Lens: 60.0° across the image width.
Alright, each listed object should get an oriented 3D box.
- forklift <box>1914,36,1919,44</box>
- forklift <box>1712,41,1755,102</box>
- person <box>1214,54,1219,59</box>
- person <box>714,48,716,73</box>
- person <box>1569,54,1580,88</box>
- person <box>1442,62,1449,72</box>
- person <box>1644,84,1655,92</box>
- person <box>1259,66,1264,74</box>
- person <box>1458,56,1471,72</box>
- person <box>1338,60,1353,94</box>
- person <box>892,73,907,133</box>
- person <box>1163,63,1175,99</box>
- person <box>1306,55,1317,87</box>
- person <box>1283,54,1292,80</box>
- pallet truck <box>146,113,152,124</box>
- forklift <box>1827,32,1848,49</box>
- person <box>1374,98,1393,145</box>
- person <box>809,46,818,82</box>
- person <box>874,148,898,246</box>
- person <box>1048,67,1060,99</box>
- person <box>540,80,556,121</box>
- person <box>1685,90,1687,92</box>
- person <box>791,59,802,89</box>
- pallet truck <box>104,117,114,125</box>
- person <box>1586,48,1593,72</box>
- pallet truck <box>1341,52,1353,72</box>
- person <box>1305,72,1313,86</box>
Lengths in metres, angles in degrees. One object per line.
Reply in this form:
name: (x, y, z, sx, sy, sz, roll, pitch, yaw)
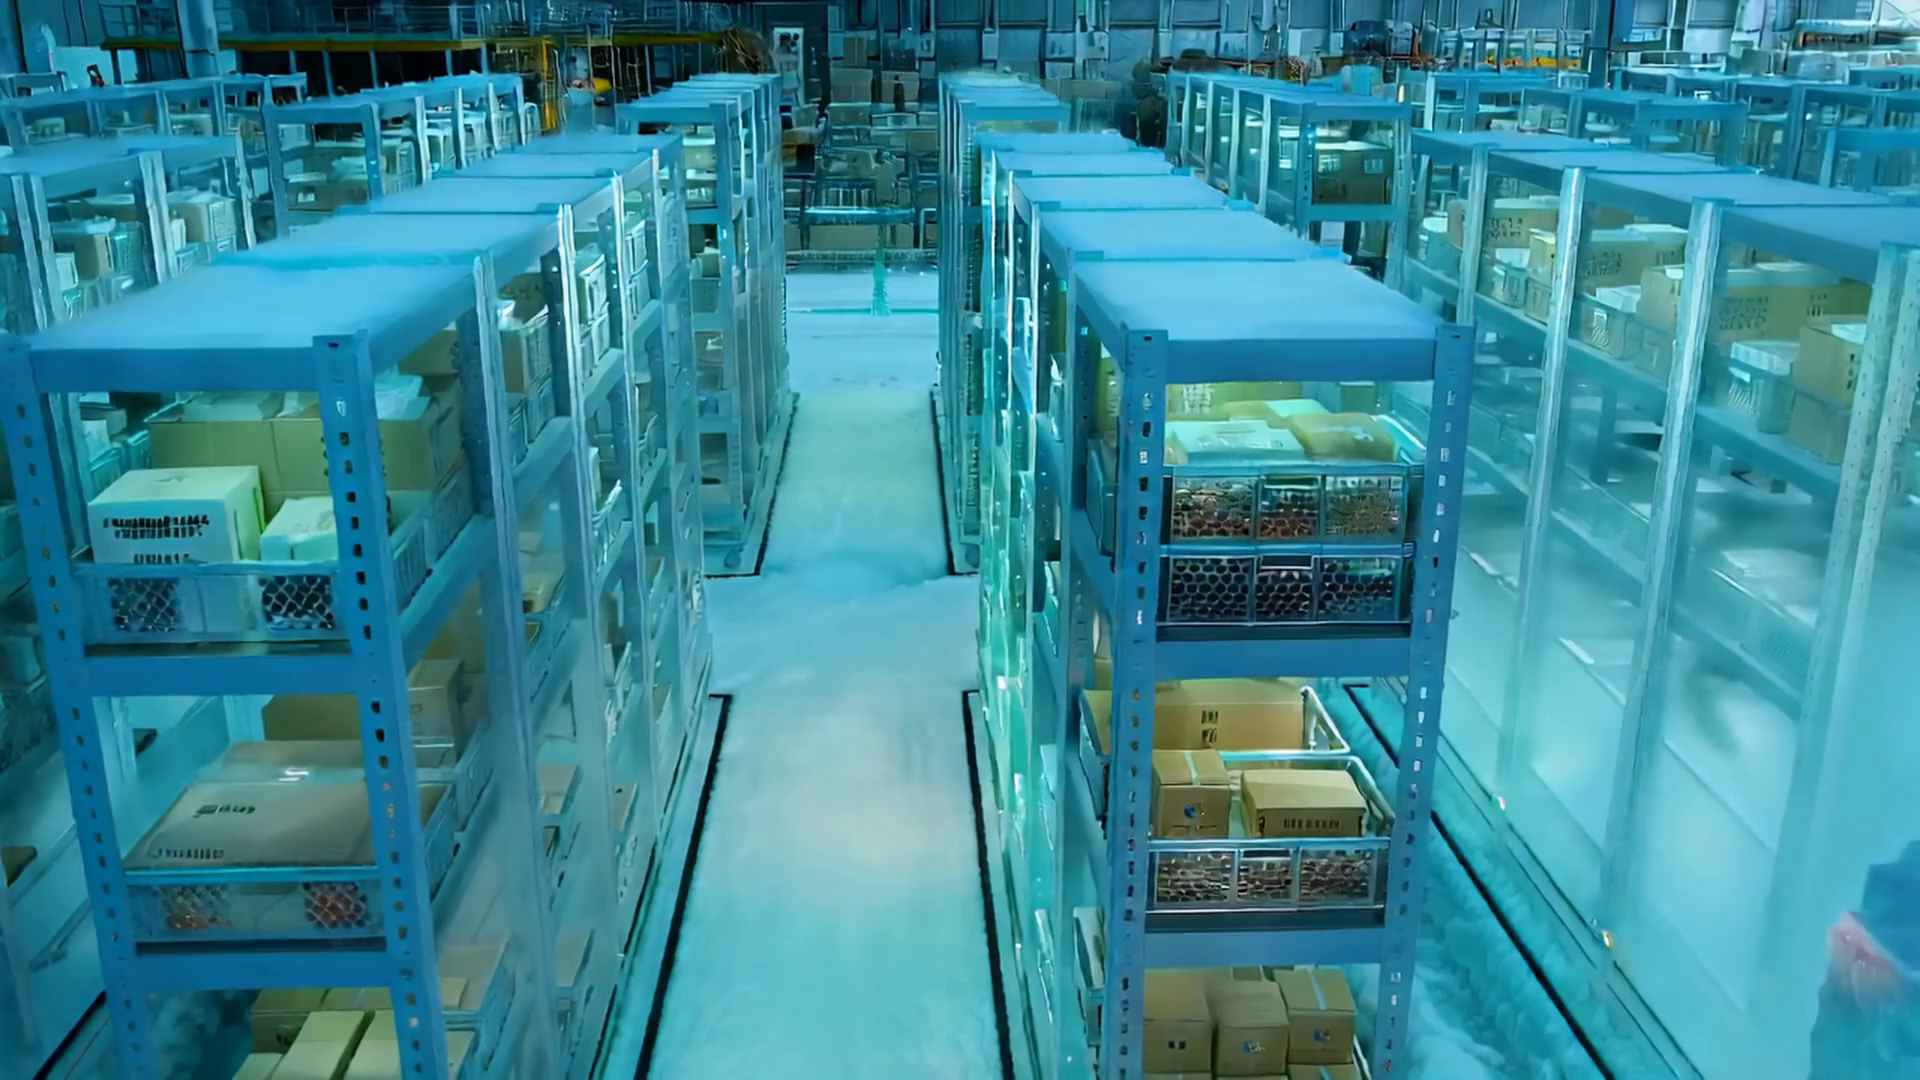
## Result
forklift: (50.112, -25.109, 86.965, 1.129, 2.768, 1.873, -7, 19, -21)
forklift: (31.079, -18.508, 66.536, 1.129, 2.768, 1.873, -1, 18, -2)
person: (13.513, -24.759, 87.772, 0.319, 1.699, 0.532, 1, 18, 2)
person: (-13.865, -26.854, 93.775, 0.371, 1.996, 0.622, -7, 19, -20)
person: (29.615, -22.420, 80.166, 0.370, 1.929, 0.585, 12, 22, 33)
person: (21.886, -20.685, 75.095, 0.295, 1.744, 0.487, 7, 19, 20)
person: (24.534, -15.681, 59.370, 0.949, 1.904, 0.559, -1, 18, -4)
person: (12.109, -18.103, 66.924, 0.524, 1.851, 0.563, -11, 21, -30)
person: (24.215, -22.305, 79.908, 0.602, 1.887, 0.932, 9, 20, 26)
person: (17.107, -20.296, 73.697, 1.078, 1.880, 0.651, 6, 19, 18)
person: (-1.997, -14.745, 56.278, 0.690, 2.026, 0.618, 8, 19, 22)
person: (8.306, -17.725, 65.458, 0.681, 2.000, 0.536, -2, 18, -6)
person: (16.795, -22.197, 79.480, 0.369, 1.932, 0.623, -14, 23, -37)
person: (16.546, -23.501, 83.678, 0.630, 1.821, 0.657, 0, 18, 0)
pallet truck: (-18.087, -8.309, 36.390, 1.885, 1.965, 0.823, -1, 18, -4)
forklift: (46.023, -25.321, 87.619, 1.129, 2.768, 1.873, -1, 18, -2)
person: (12.121, -11.760, 47.573, 0.542, 1.685, 0.368, 1, 18, 2)
person: (-8.281, -26.920, 94.057, 0.603, 1.950, 0.388, -16, 24, -40)
person: (-1.357, -6.300, 30.544, 0.312, 1.768, 0.522, -17, 24, -42)
person: (3.515, -16.820, 62.730, 0.377, 1.995, 0.608, -11, 21, -31)
person: (-15.497, -16.696, 62.526, 0.354, 1.884, 0.576, 14, 22, 36)
person: (29.698, -18.558, 68.246, 0.639, 1.907, 1.034, 2, 18, 6)
person: (-8.449, -24.343, 86.126, 0.569, 1.926, 0.550, -2, 18, -7)
pallet truck: (-18.367, -7.885, 35.078, 1.885, 1.965, 0.823, 1, 18, 2)
person: (34.175, -25.698, 90.311, 0.524, 1.927, 0.561, -10, 20, -28)
pallet truck: (18.794, -23.123, 82.231, 0.823, 1.965, 1.885, -13, 22, -35)
person: (13.626, -17.326, 64.728, 0.866, 1.731, 0.533, 4, 18, 13)
